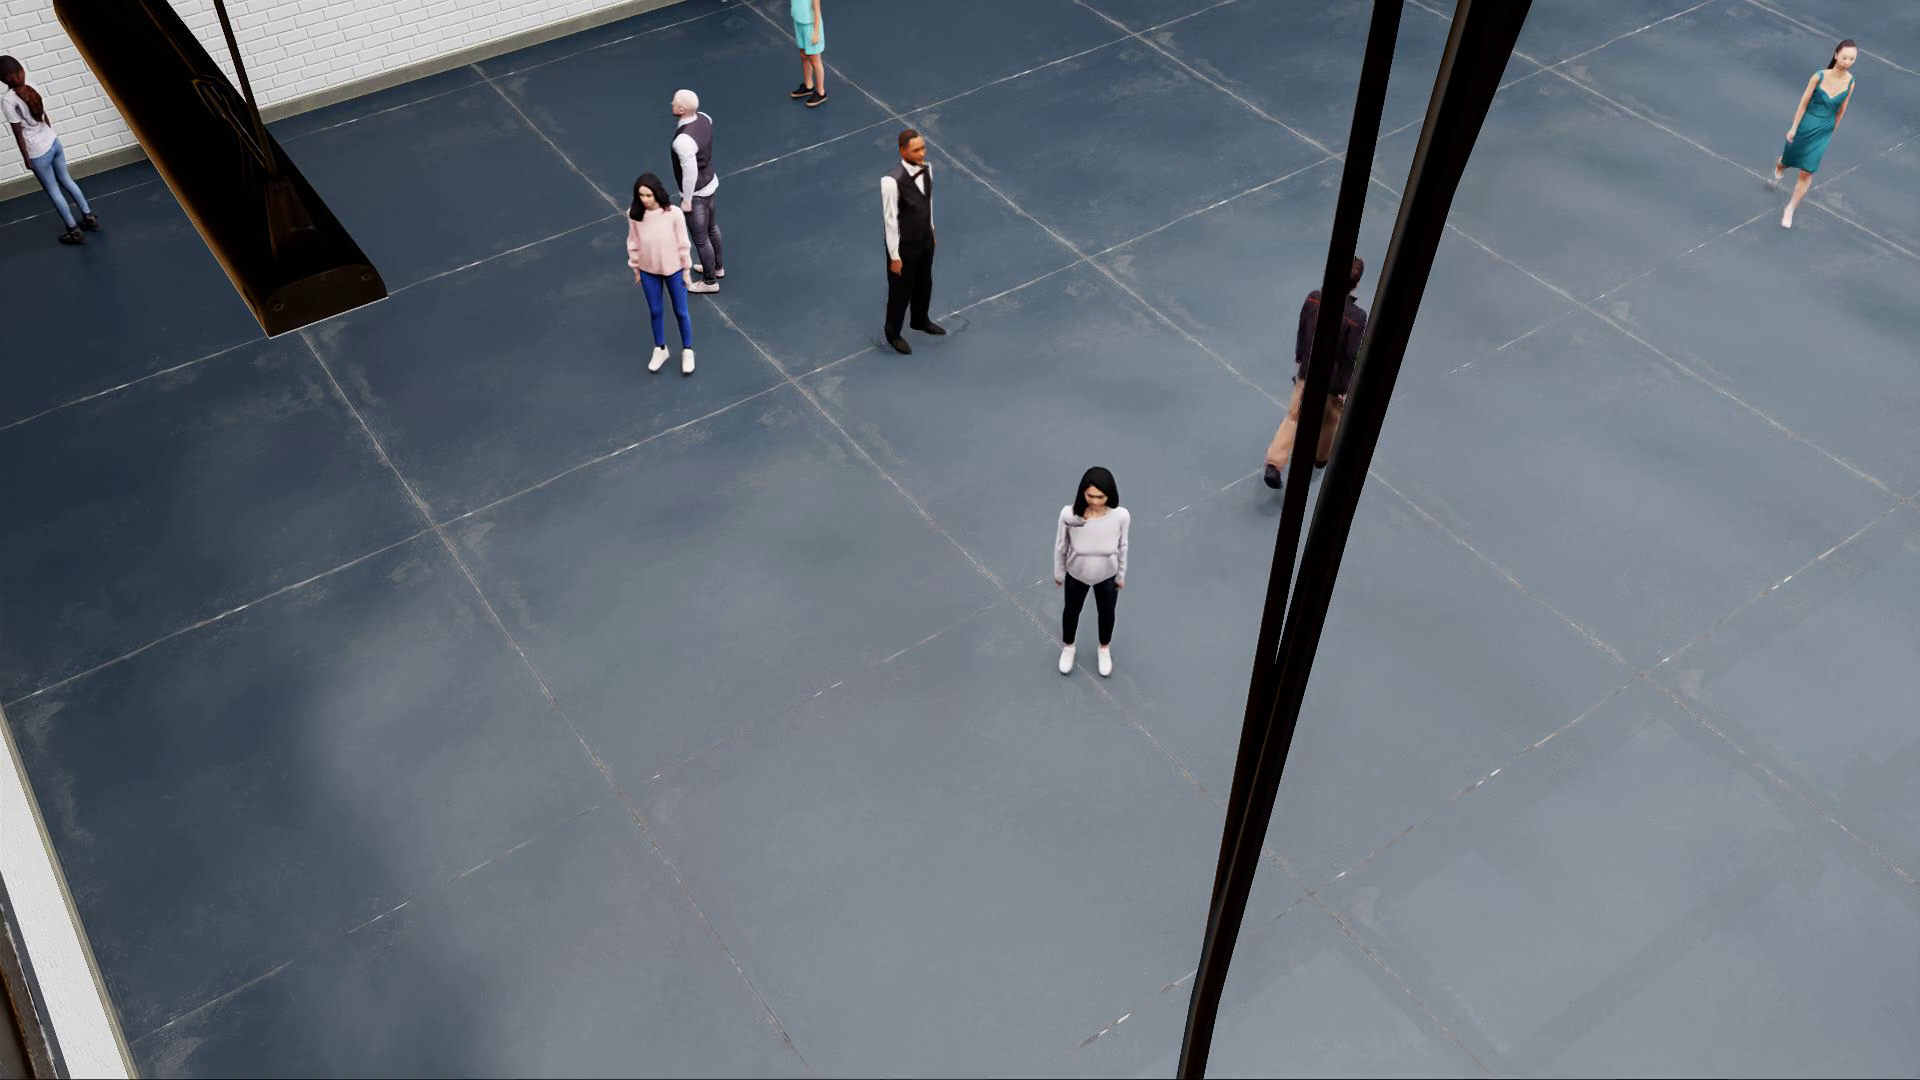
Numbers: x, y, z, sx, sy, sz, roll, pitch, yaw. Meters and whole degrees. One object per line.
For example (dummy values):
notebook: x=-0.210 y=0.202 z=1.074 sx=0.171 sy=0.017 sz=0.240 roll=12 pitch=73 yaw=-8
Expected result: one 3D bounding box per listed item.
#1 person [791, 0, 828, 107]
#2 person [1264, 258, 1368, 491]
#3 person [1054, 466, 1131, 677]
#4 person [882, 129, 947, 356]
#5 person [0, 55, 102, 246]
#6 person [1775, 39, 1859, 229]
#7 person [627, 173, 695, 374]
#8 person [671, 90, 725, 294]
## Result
person: x=-1.466 y=-4.969 z=16.056 sx=0.529 sy=1.558 sz=0.546 roll=-28 pitch=50 yaw=-26
person: x=2.528 y=-1.141 z=11.787 sx=0.903 sy=1.903 sz=1.236 roll=30 pitch=51 yaw=28
person: x=0.840 y=0.192 z=10.536 sx=0.670 sy=1.700 sz=0.758 roll=0 pitch=44 yaw=0
person: x=-0.386 y=-2.372 z=13.068 sx=0.829 sy=1.919 sz=0.649 roll=29 pitch=51 yaw=27
person: x=-7.839 y=-3.335 z=14.223 sx=0.702 sy=1.721 sz=0.647 roll=6 pitch=44 yaw=6
person: x=7.427 y=-3.593 z=14.534 sx=0.895 sy=1.665 sz=1.018 roll=11 pitch=45 yaw=12
person: x=-2.295 y=-2.076 z=12.867 sx=0.707 sy=1.767 sz=0.785 roll=4 pitch=44 yaw=4
person: x=-2.158 y=-2.867 z=13.657 sx=0.833 sy=1.824 sz=0.774 roll=7 pitch=44 yaw=7
